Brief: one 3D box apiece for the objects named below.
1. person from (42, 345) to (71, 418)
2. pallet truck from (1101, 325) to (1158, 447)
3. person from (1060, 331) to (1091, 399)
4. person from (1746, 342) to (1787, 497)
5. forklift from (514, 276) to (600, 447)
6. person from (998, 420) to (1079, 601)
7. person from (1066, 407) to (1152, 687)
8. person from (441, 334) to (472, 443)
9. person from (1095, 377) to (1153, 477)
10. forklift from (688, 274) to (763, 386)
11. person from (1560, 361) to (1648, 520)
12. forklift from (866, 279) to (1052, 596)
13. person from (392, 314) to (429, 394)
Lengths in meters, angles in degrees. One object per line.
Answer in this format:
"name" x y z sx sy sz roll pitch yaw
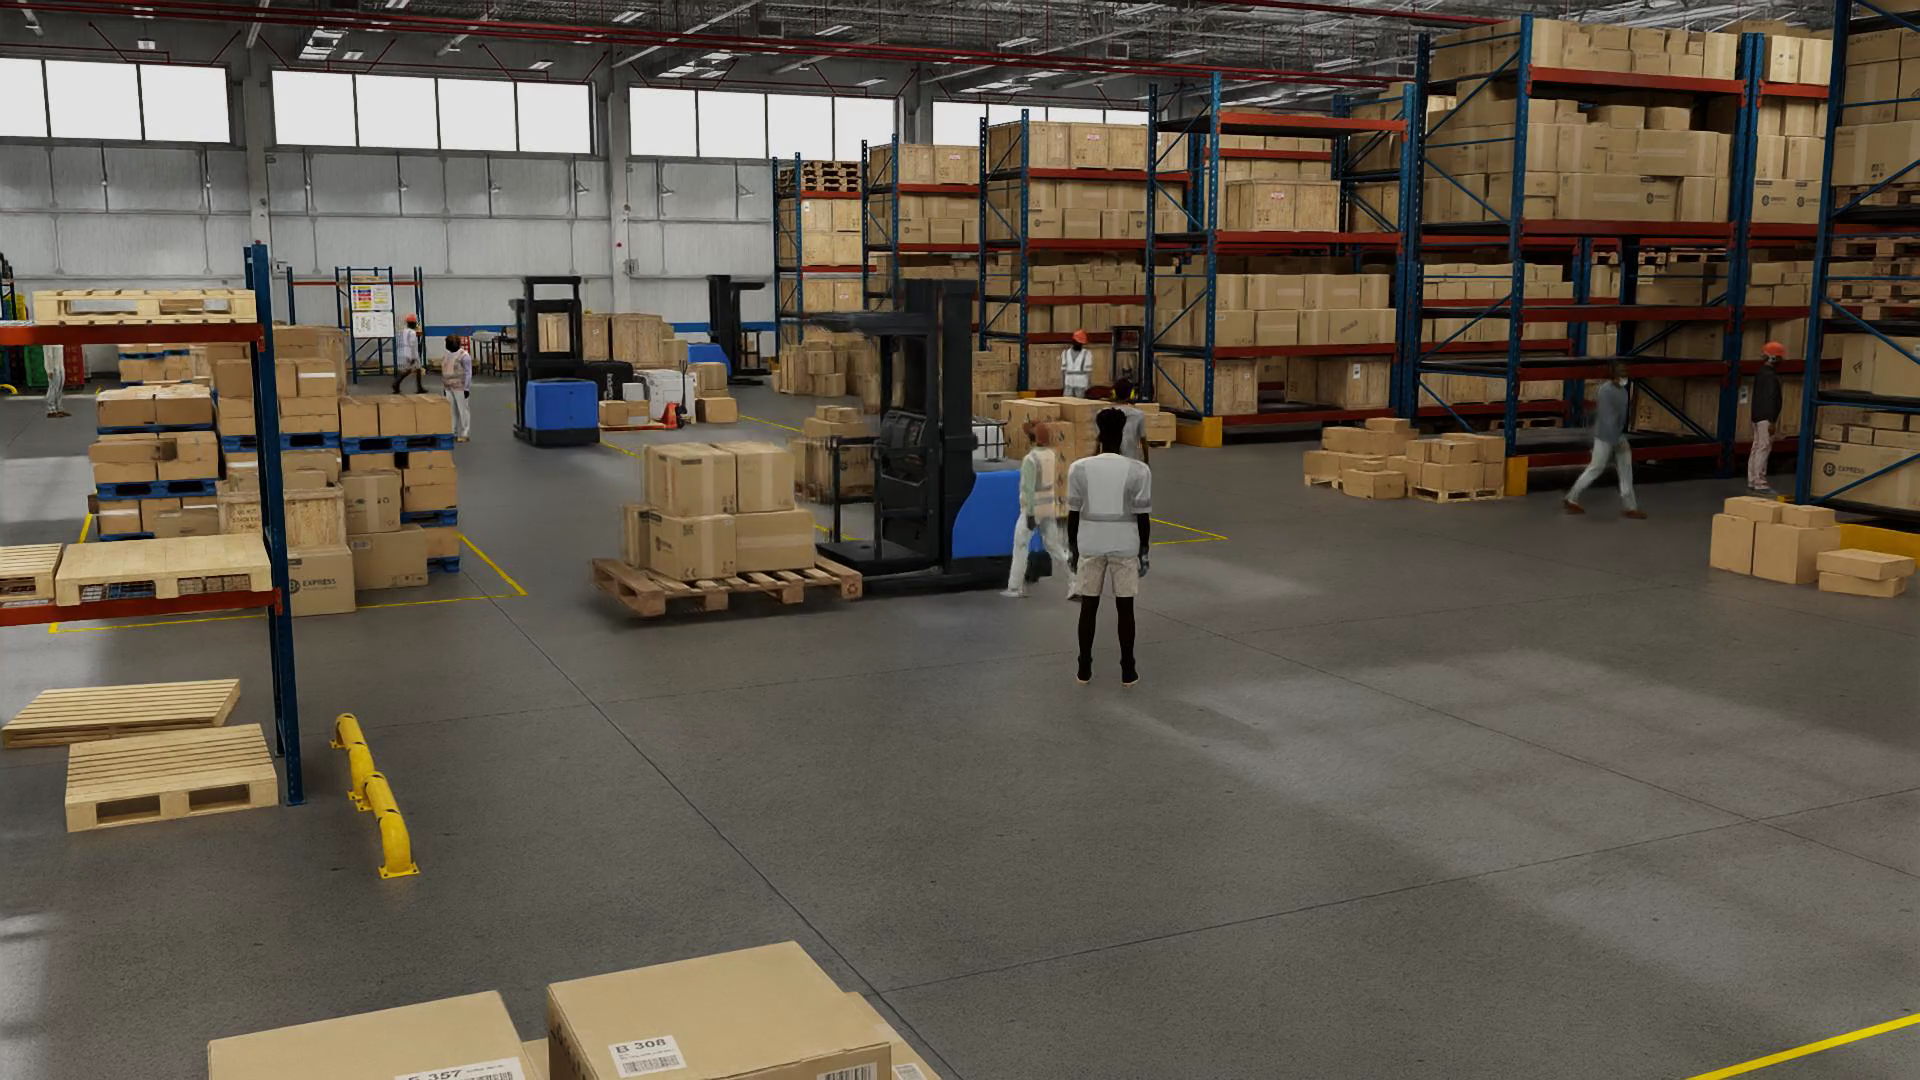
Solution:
"person" -18.008 -3.390 33.094 0.363 1.929 0.628 -1 9 -8
"pallet truck" 2.881 -2.596 27.923 0.823 1.965 1.885 -1 9 -7
"person" 1.944 -2.651 28.637 0.590 1.877 0.946 3 10 20
"person" 10.435 -1.563 21.518 0.375 1.997 0.612 2 9 11
"forklift" -6.815 -3.042 27.962 1.129 2.768 1.873 -4 10 -25
"person" 0.732 -0.257 14.627 0.805 1.610 0.519 6 11 35
"person" 1.041 0.051 11.642 0.603 1.957 0.386 2 9 13
"person" -8.563 -2.570 28.262 0.624 1.841 0.430 6 11 34
"person" 1.657 -0.711 16.759 0.526 1.830 0.837 3 10 19
"forklift" -6.046 -5.270 41.786 1.873 2.768 1.129 -4 10 -25
"person" 7.580 -1.180 19.551 0.642 1.880 0.953 -9 13 -43
"forklift" -0.175 -1.004 15.318 1.873 2.768 1.129 -4 10 -25
"person" -12.996 -4.368 39.200 0.549 1.913 0.798 9 13 43
